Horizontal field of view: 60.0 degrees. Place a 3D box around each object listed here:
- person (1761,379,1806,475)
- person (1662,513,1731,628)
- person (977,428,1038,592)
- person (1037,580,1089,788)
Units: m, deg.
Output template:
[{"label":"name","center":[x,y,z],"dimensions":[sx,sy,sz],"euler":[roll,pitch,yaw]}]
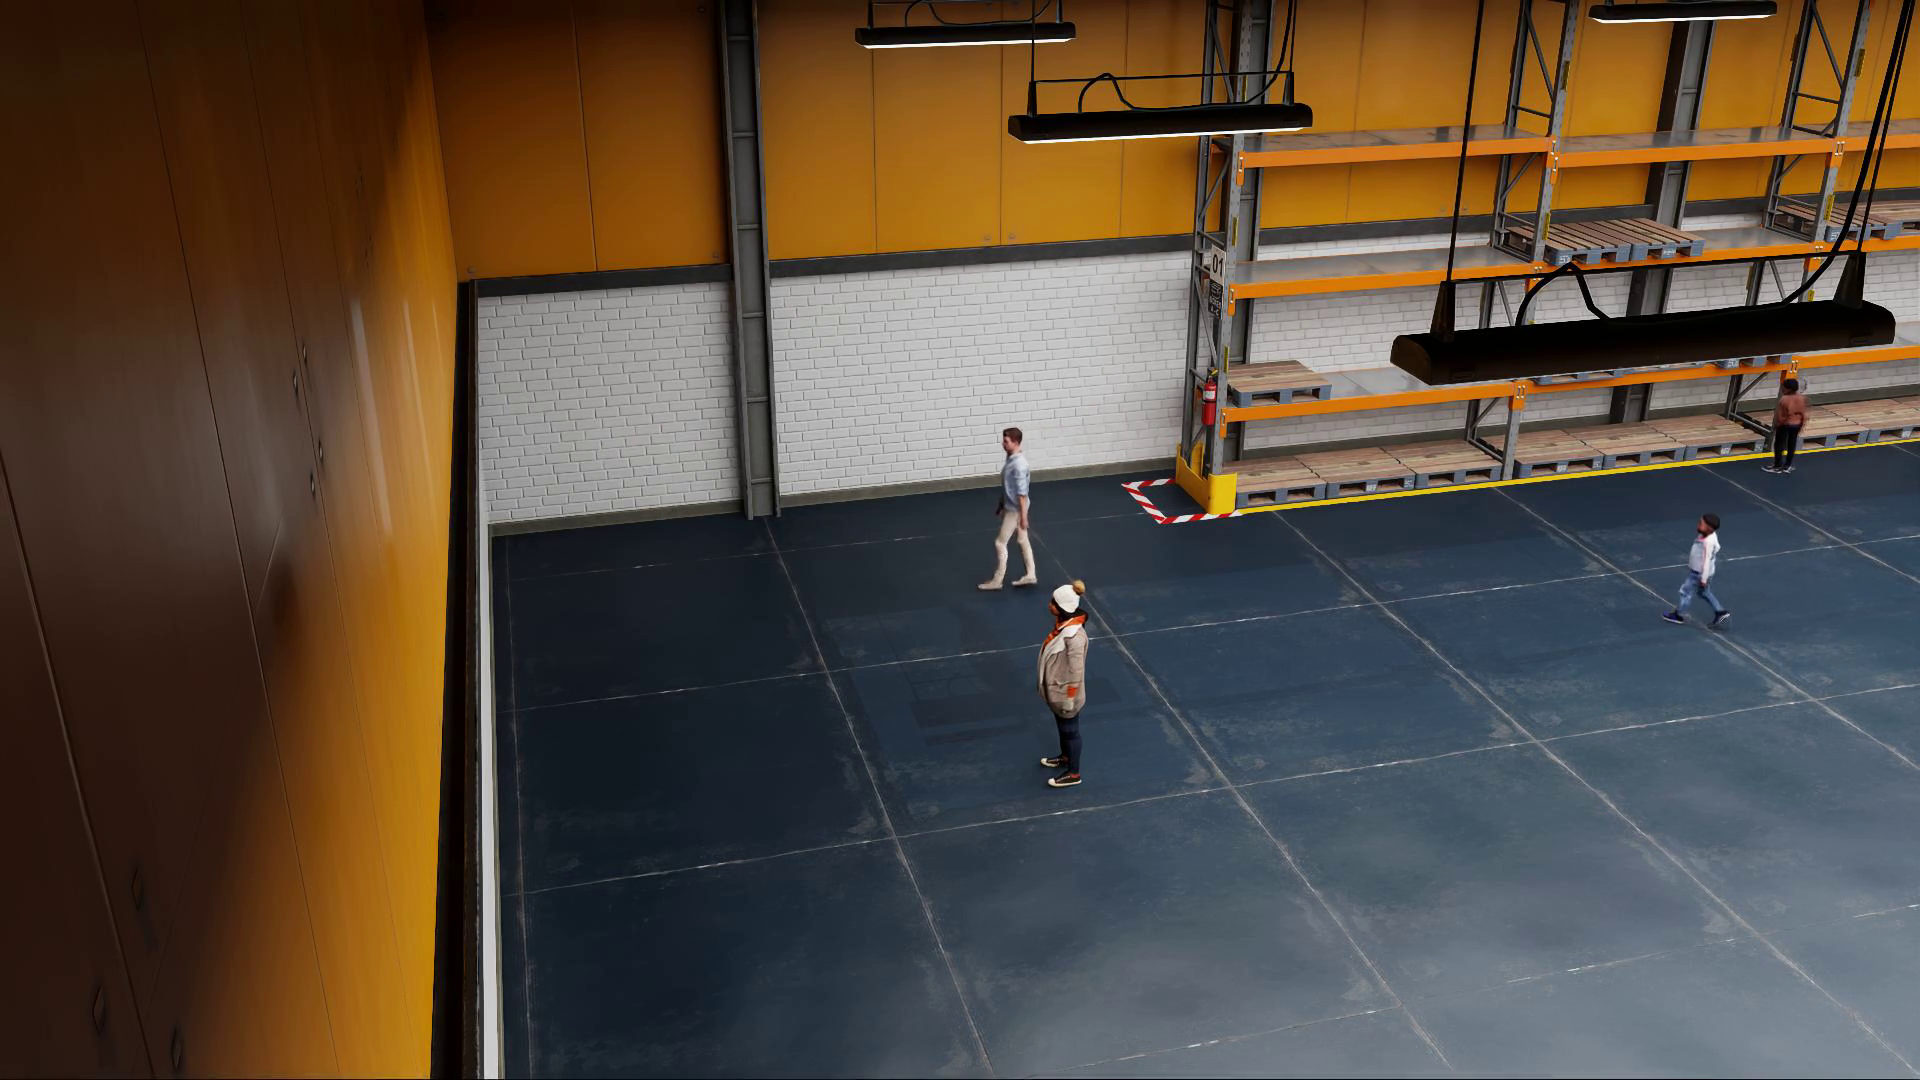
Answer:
[{"label":"person","center":[10.564,-1.454,21.131],"dimensions":[0.441,1.242,0.705],"euler":[2,24,5]},{"label":"person","center":[7.679,0.318,17.078],"dimensions":[0.880,1.243,0.815],"euler":[13,27,27]},{"label":"person","center":[0.682,-0.327,17.824],"dimensions":[0.949,1.827,0.745],"euler":[-3,24,-6]},{"label":"person","center":[0.920,1.200,14.251],"dimensions":[0.690,1.891,0.725],"euler":[-3,24,-7]}]
